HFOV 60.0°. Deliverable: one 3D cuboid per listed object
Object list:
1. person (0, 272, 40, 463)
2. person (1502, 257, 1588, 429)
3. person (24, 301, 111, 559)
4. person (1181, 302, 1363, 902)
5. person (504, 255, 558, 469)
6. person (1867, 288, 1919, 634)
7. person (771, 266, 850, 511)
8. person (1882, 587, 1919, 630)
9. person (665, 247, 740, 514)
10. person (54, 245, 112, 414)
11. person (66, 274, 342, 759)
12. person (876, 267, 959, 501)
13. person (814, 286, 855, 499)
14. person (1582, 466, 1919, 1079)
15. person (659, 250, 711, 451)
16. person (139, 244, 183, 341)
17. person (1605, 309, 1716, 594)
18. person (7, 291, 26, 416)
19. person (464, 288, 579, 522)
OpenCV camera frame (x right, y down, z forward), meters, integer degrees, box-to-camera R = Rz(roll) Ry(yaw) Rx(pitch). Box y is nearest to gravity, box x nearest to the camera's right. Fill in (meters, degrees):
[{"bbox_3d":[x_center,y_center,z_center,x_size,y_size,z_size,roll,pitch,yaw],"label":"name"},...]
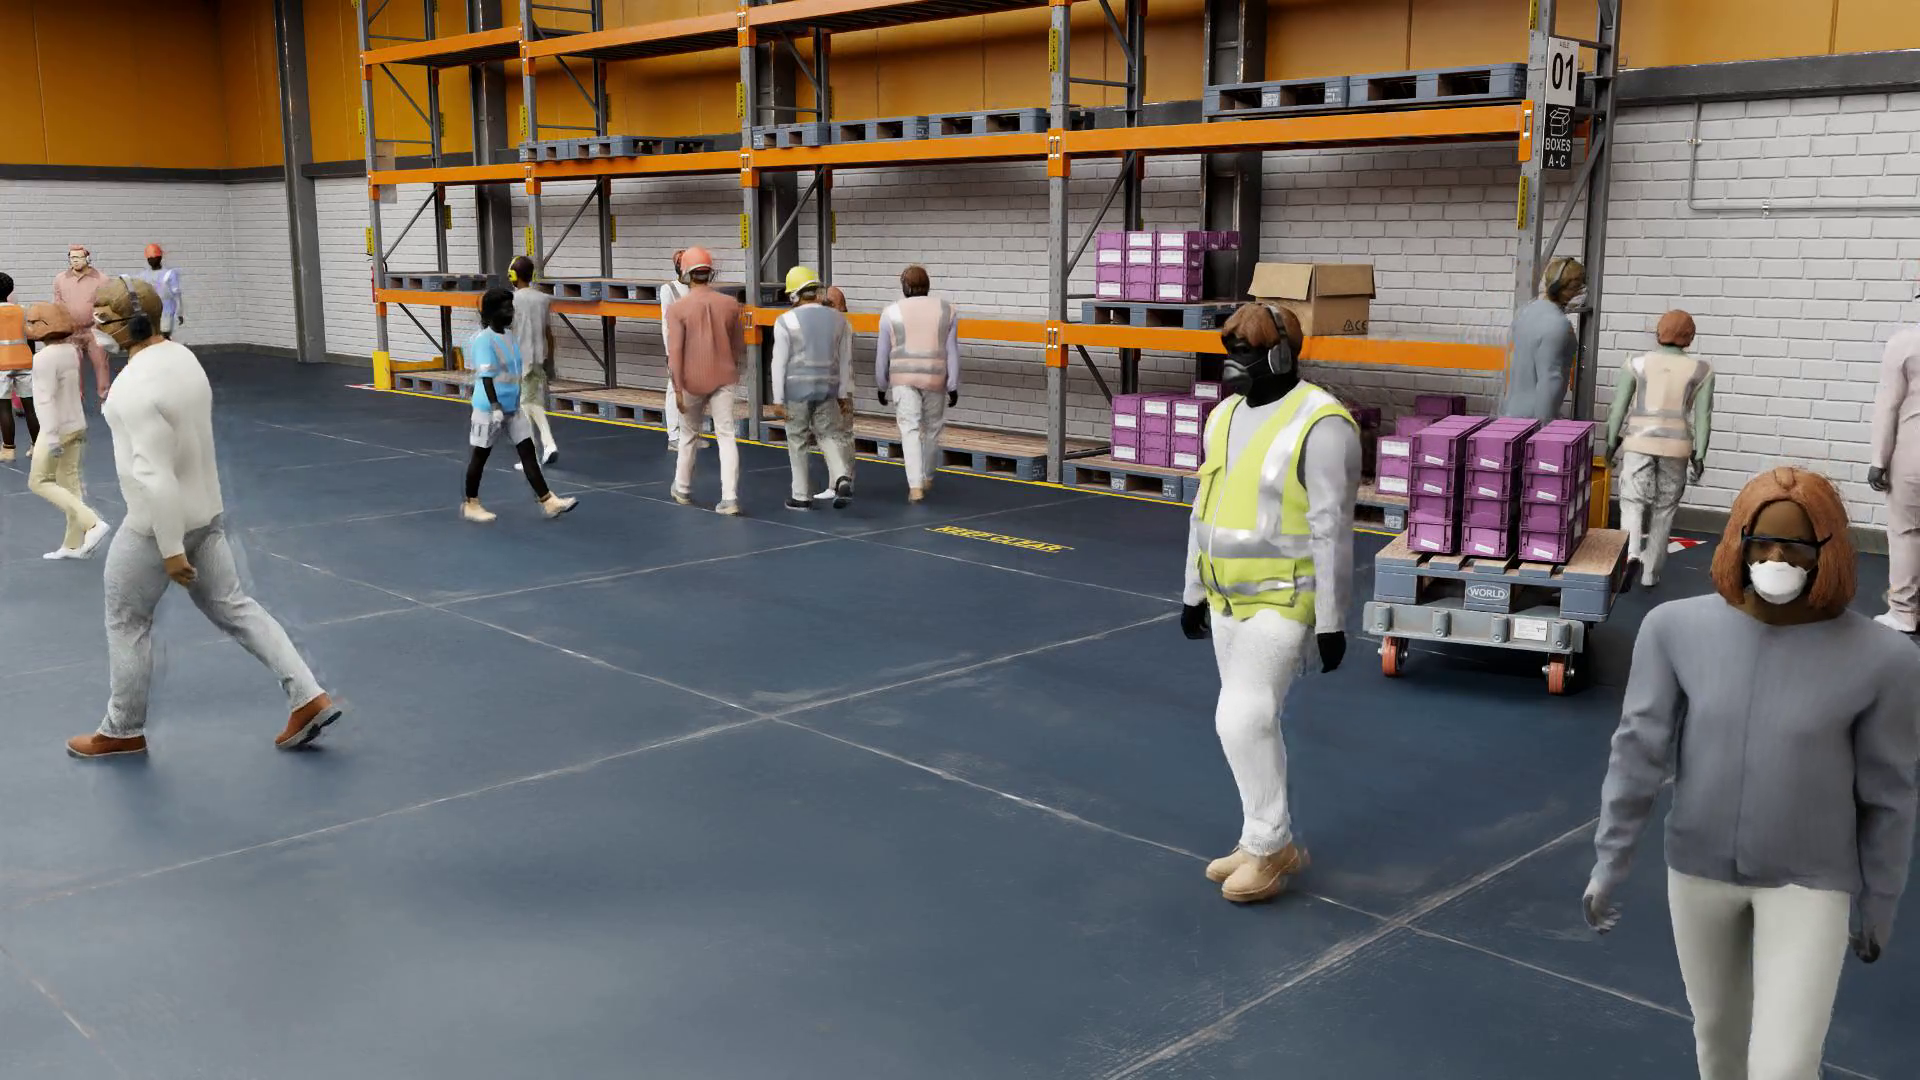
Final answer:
[{"bbox_3d":[-8.512,-1.542,14.887,0.320,1.698,0.531,6,12,31],"label":"person"},{"bbox_3d":[3.381,-0.688,9.695,0.428,1.910,0.701,0,10,-1],"label":"person"},{"bbox_3d":[-5.562,-0.664,10.315,0.407,1.621,0.506,0,10,-2],"label":"person"},{"bbox_3d":[0.885,0.196,5.063,0.519,1.822,0.650,-5,11,-24],"label":"person"},{"bbox_3d":[-3.753,-1.507,14.310,0.378,1.848,0.511,8,13,37],"label":"person"},{"bbox_3d":[4.893,-0.418,8.270,0.649,1.881,0.619,1,10,4],"label":"person"},{"bbox_3d":[-1.063,-1.074,12.053,0.610,1.804,0.612,-7,12,-33],"label":"person"},{"bbox_3d":[5.163,-0.467,8.223,0.621,2.007,0.966,-4,11,-22],"label":"person"},{"bbox_3d":[-1.887,-1.175,12.250,0.603,1.939,1.048,-5,12,-27],"label":"person"},{"bbox_3d":[-9.906,-2.369,18.827,0.636,1.909,0.406,-2,11,-13],"label":"person"},{"bbox_3d":[-2.945,-0.067,6.343,1.023,1.891,0.649,0,10,2],"label":"person"},{"bbox_3d":[-0.335,-1.210,12.863,0.631,1.787,0.980,-2,11,-9],"label":"person"},{"bbox_3d":[-0.962,-1.129,12.794,0.309,1.640,0.514,3,11,15],"label":"person"},{"bbox_3d":[1.450,0.670,3.103,0.514,1.602,0.778,8,13,39],"label":"person"},{"bbox_3d":[-2.596,-1.786,15.715,0.355,1.883,0.572,5,12,27],"label":"person"},{"bbox_3d":[-11.506,-3.274,23.814,0.574,1.881,1.000,1,10,5],"label":"person"},{"bbox_3d":[3.907,-0.483,9.324,0.555,1.613,0.688,4,11,23],"label":"person"},{"bbox_3d":[-10.554,-2.178,18.235,0.542,1.728,0.719,-5,11,-25],"label":"person"},{"bbox_3d":[-3.149,-0.929,11.645,0.861,1.648,0.553,3,11,14],"label":"person"}]
